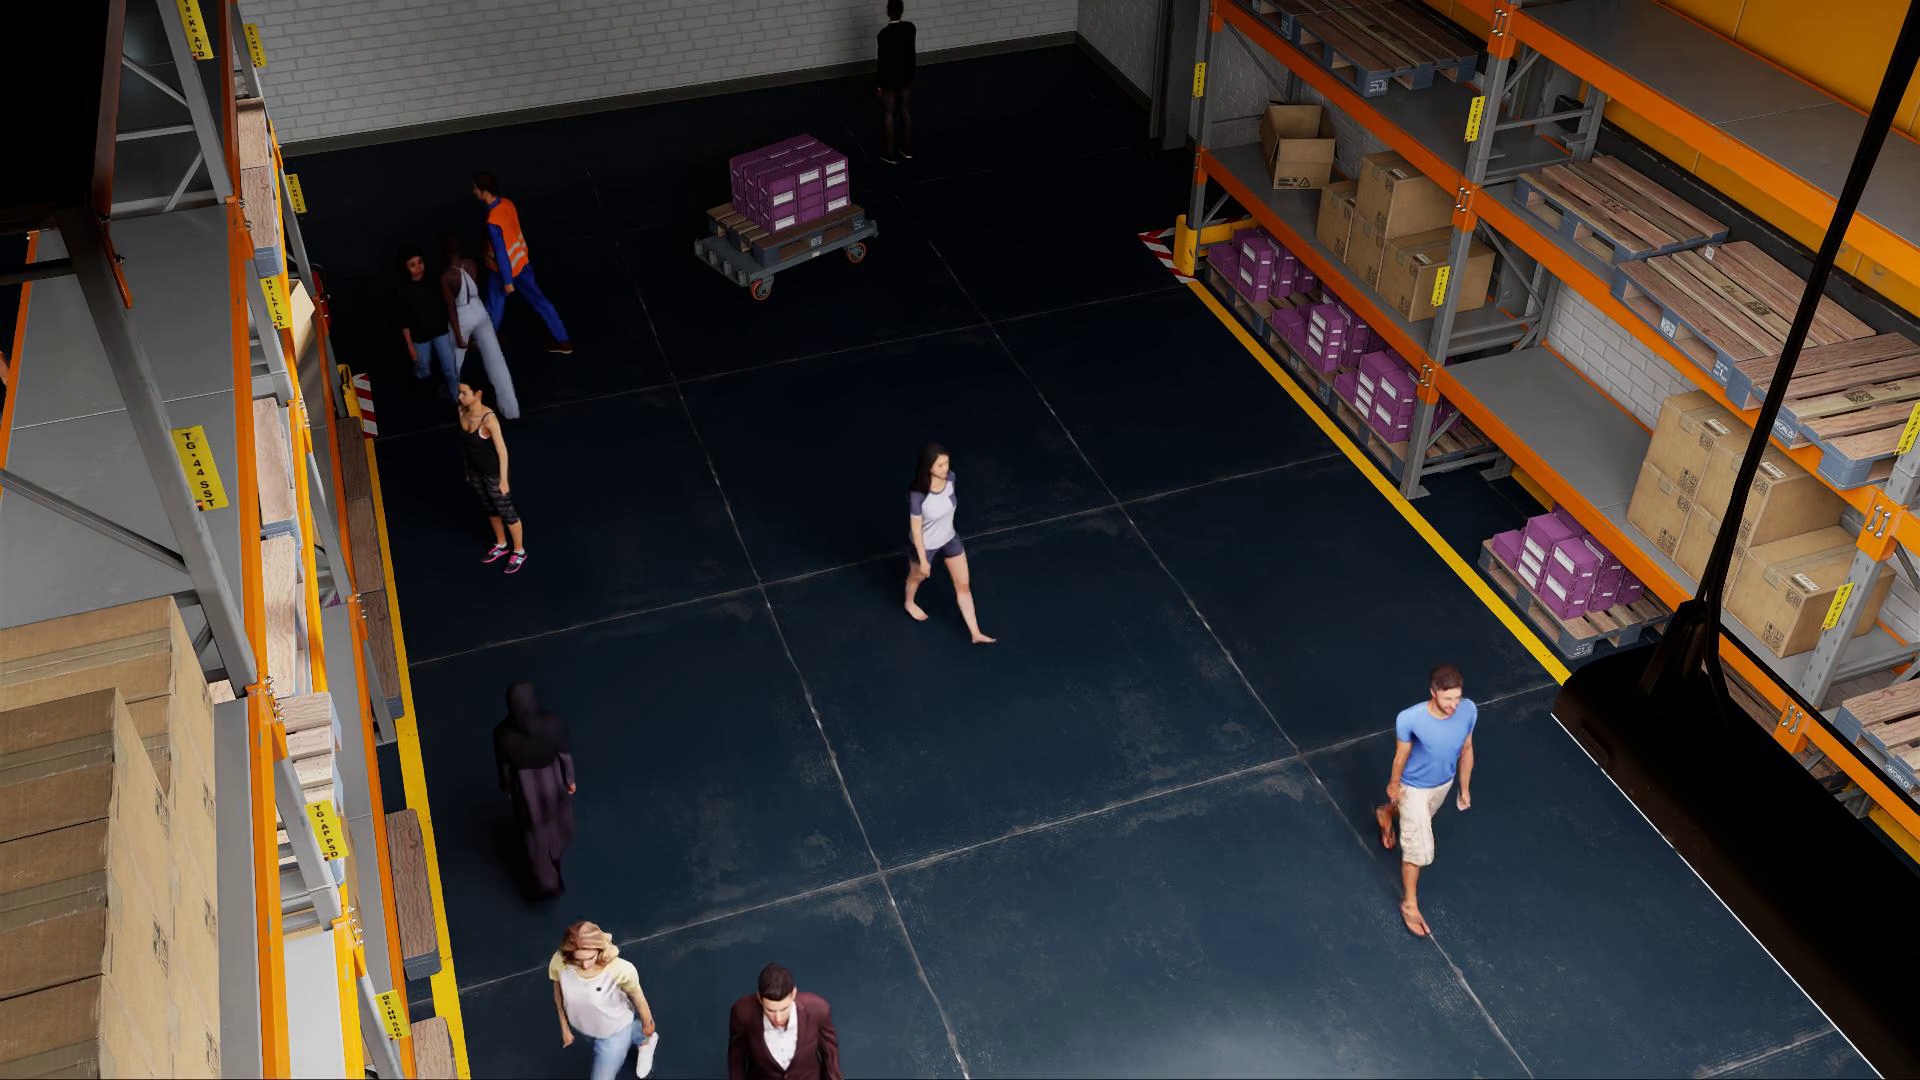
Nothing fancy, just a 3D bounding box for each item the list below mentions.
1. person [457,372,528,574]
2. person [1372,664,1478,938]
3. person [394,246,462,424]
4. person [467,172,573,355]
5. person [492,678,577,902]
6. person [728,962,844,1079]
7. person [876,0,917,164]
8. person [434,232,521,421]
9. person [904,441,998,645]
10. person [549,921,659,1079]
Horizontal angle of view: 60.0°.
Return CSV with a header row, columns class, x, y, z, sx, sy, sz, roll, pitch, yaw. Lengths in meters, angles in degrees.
class,x,y,z,sx,sy,sz,roll,pitch,yaw
person,-3.505,-0.521,12.427,0.631,1.730,0.717,24,44,27
person,2.752,1.372,9.968,0.692,1.841,1.210,-11,40,-13
person,-4.504,-1.720,13.977,0.798,1.668,1.133,-27,46,-29
person,-3.887,-2.373,14.687,1.165,1.803,1.314,5,39,7
person,-2.543,1.494,10.011,0.634,1.596,1.029,-11,40,-13
person,-0.879,2.661,8.342,0.770,1.854,0.744,-6,39,-7
person,-0.681,-4.955,17.922,0.749,1.801,0.717,-25,45,-27
person,-4.027,-1.751,13.962,1.165,1.735,1.028,21,43,24
person,-0.245,-0.017,11.852,0.921,1.660,1.182,-32,48,-33
person,-1.848,2.465,8.732,1.043,1.675,1.240,9,39,11
